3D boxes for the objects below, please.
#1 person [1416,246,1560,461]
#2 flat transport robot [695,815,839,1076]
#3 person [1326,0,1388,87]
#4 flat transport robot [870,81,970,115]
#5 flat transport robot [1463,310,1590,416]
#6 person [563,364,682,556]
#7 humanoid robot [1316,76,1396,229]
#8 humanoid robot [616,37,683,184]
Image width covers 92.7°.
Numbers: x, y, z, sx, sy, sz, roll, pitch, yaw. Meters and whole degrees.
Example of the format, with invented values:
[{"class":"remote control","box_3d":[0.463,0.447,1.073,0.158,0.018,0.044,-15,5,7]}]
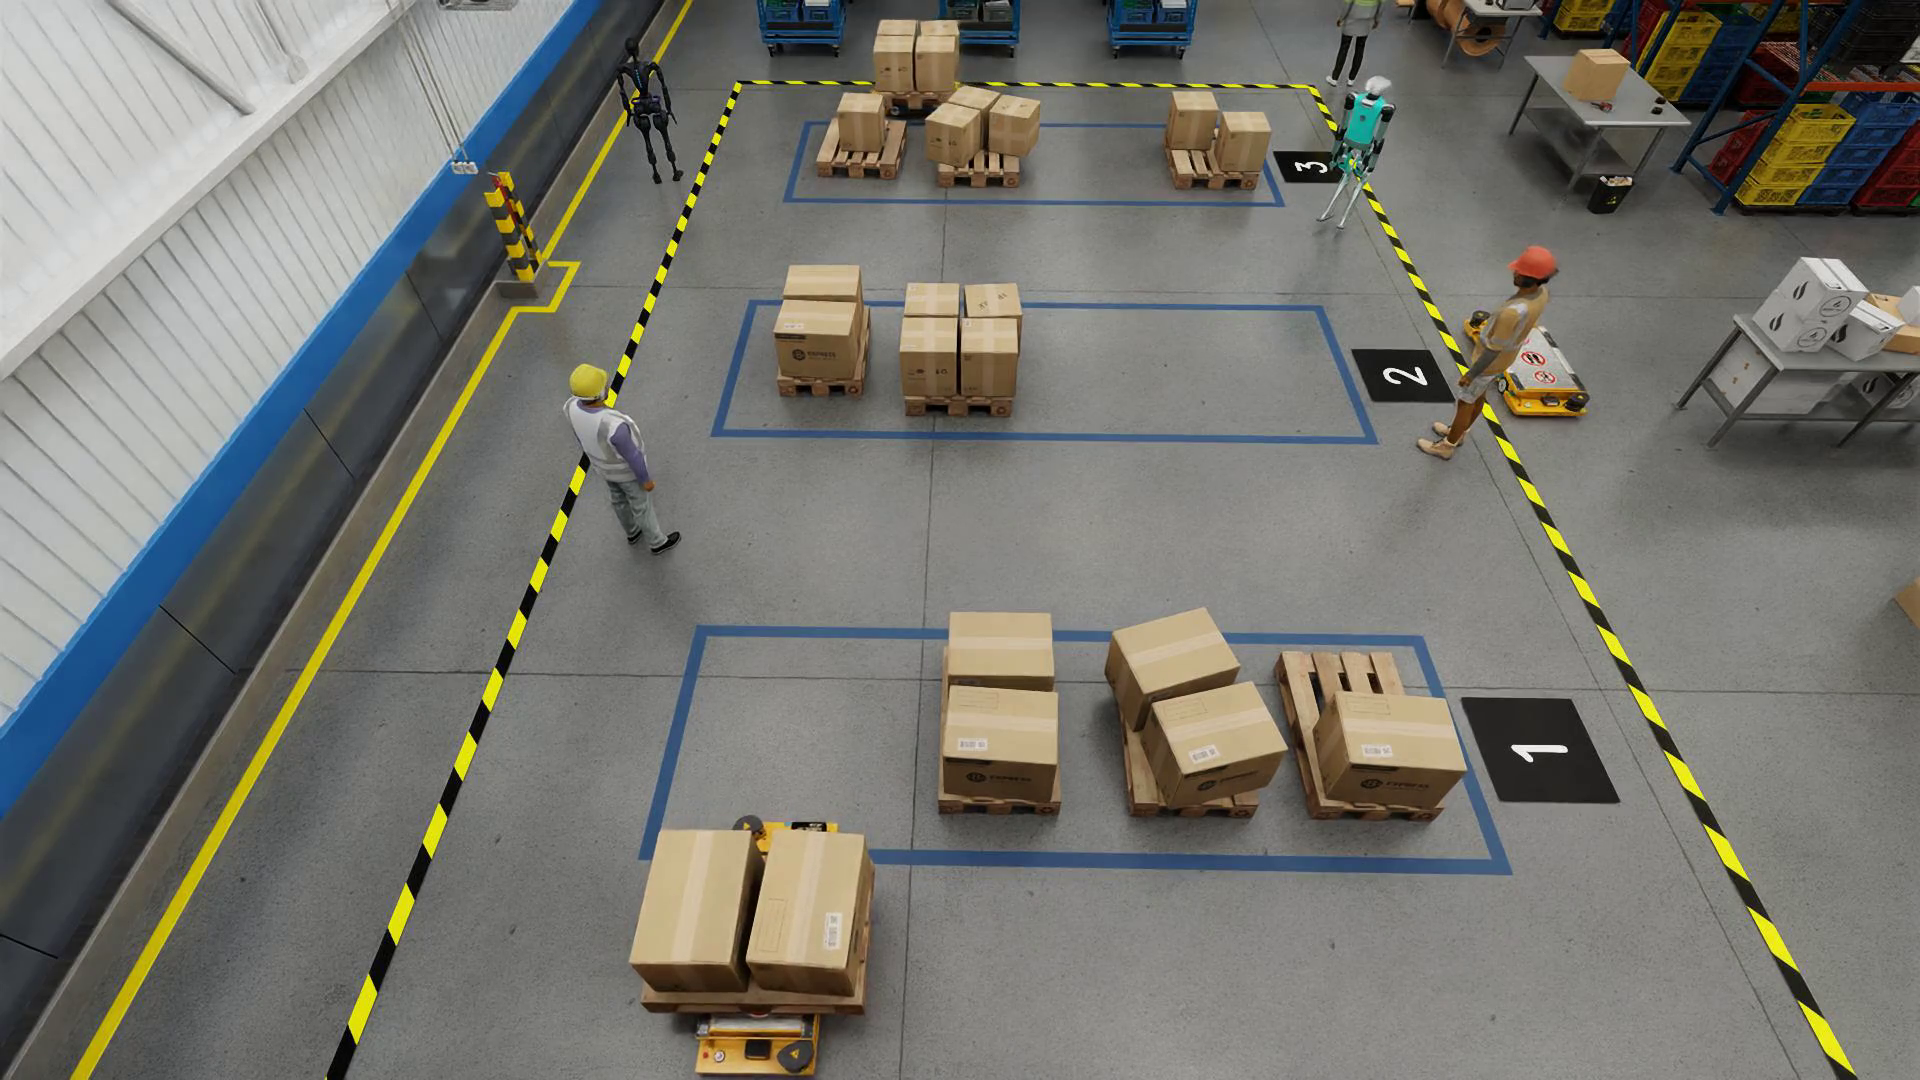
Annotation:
[{"class":"person","box_3d":[4.426,-1.525,7.681,0.607,2.045,0.366,-35,58,-27]},{"class":"flat transport robot","box_3d":[-1.125,2.364,5.469,0.652,0.197,1.431,0,49,0]},{"class":"person","box_3d":[5.612,-7.367,12.863,0.597,1.850,0.396,2,49,2]},{"class":"flat transport robot","box_3d":[-0.579,-6.237,12.913,1.431,0.197,0.652,1,49,1]},{"class":"flat transport robot","box_3d":[5.573,-1.757,9.054,0.659,0.231,1.431,1,49,1]},{"class":"person","box_3d":[-2.587,-0.592,7.007,0.599,1.836,0.404,25,54,20]},{"class":"humanoid robot","box_3d":[4.487,-4.350,10.242,0.533,1.672,0.735,34,57,26]},{"class":"humanoid robot","box_3d":[-3.763,-5.169,11.064,0.599,1.659,0.315,-8,50,-7]}]
